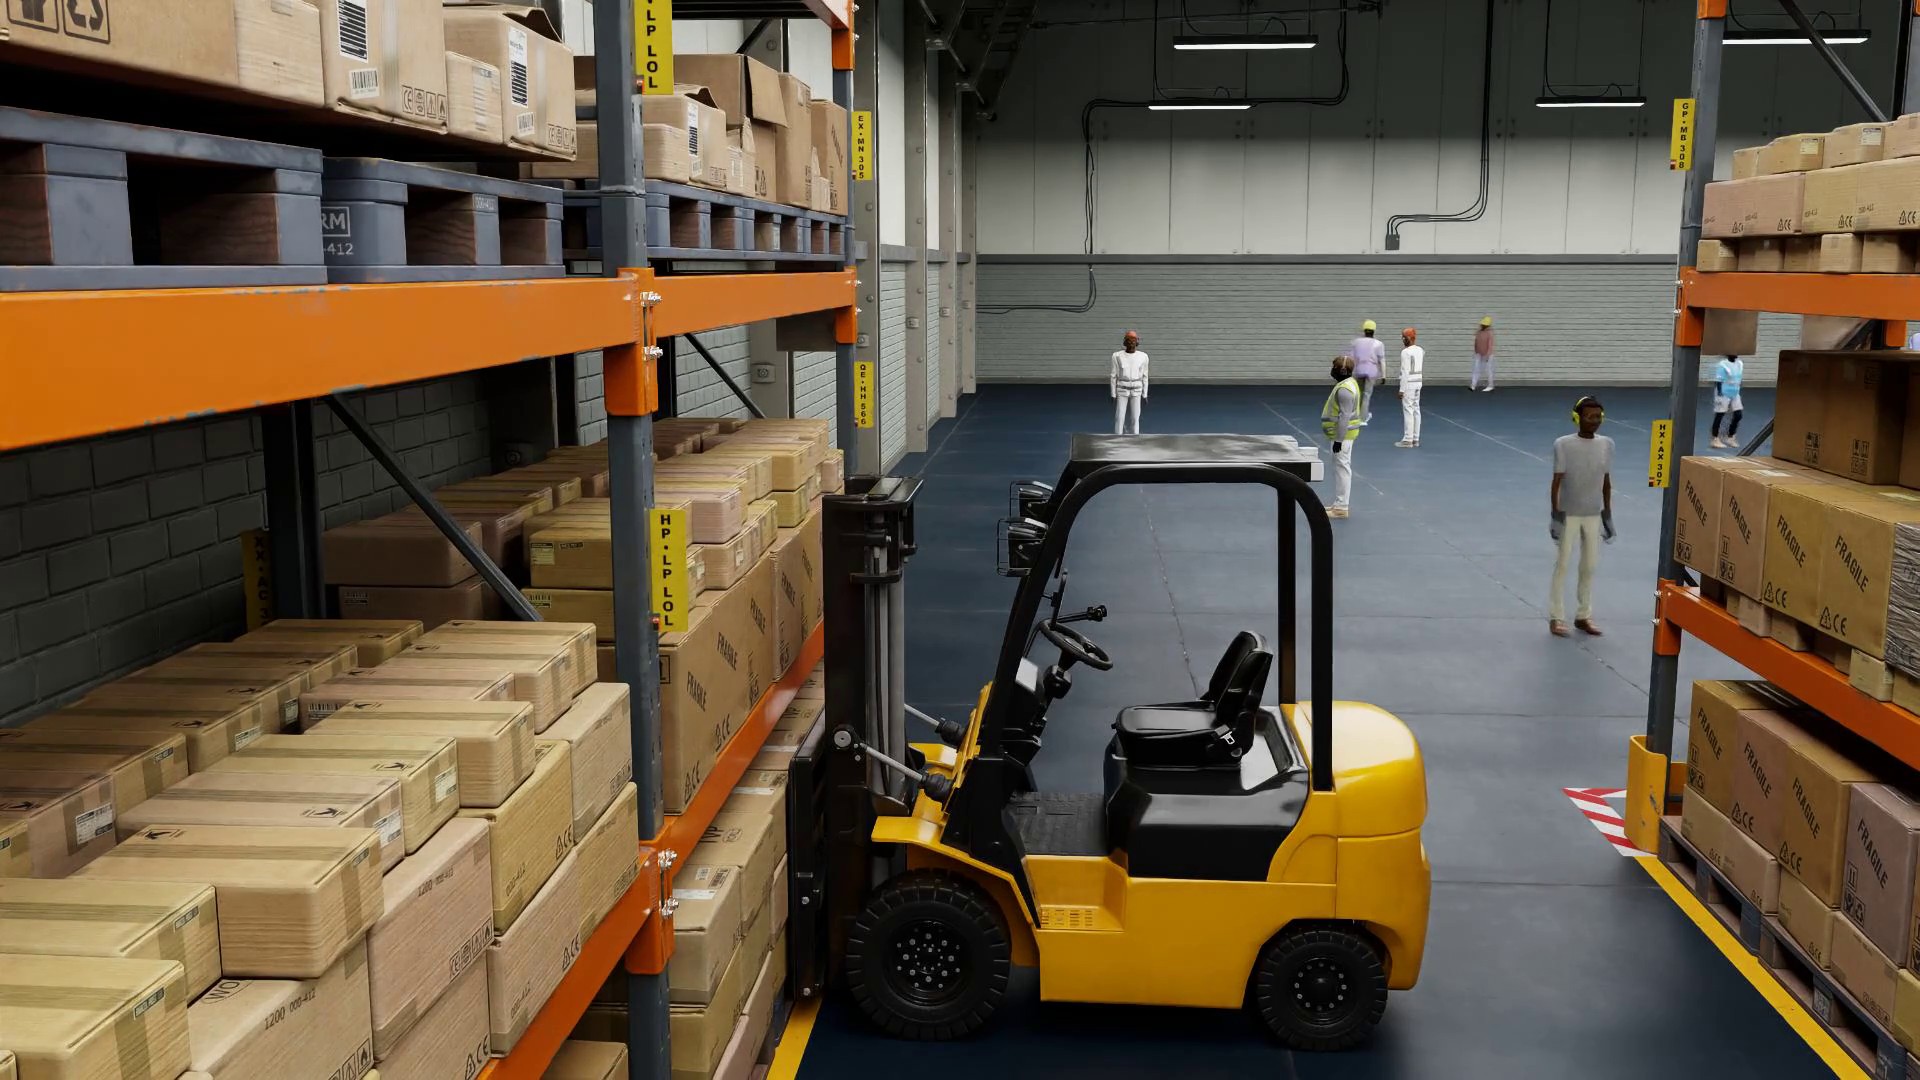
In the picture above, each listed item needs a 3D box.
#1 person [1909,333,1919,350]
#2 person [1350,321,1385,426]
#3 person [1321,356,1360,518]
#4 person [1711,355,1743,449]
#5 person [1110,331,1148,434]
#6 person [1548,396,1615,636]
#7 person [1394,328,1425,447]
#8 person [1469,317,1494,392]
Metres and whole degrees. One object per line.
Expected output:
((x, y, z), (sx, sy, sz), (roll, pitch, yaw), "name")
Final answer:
((18.080, -3.243, 31.213), (0.363, 1.934, 0.553), (-3, 10, -17), "person")
((7.337, -2.994, 29.895), (0.612, 1.869, 1.006), (6, 11, 33), "person")
((4.333, -1.176, 18.967), (0.429, 1.846, 0.625), (2, 10, 15), "person")
((12.006, -2.252, 25.941), (0.573, 1.679, 0.551), (-4, 10, -24), "person")
((2.535, -2.182, 24.929), (0.573, 1.887, 0.354), (0, 9, -3), "person")
((4.811, -0.185, 12.886), (0.530, 1.870, 0.322), (-1, 9, -6), "person")
((7.103, -2.403, 26.269), (0.362, 1.887, 0.575), (9, 13, 43), "person")
((11.840, -4.199, 37.711), (0.903, 1.694, 0.578), (-7, 12, -37), "person")
